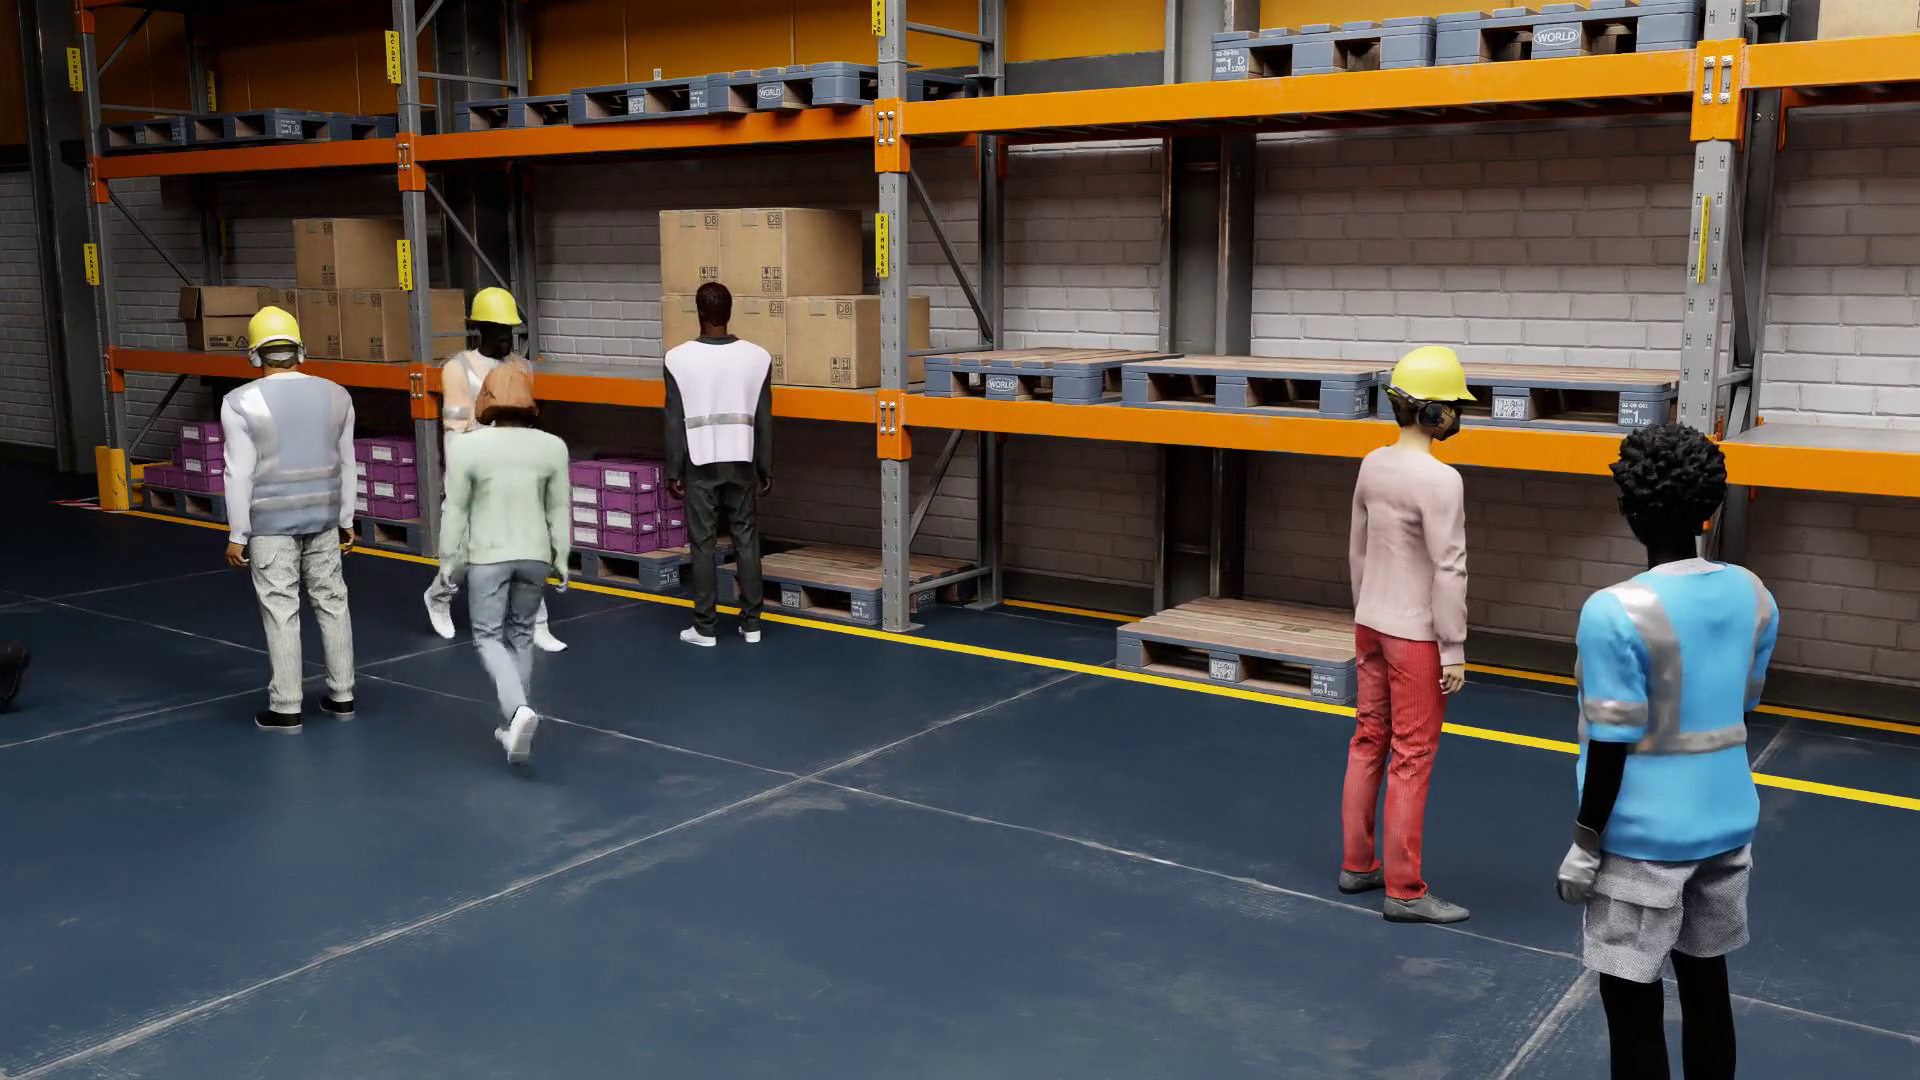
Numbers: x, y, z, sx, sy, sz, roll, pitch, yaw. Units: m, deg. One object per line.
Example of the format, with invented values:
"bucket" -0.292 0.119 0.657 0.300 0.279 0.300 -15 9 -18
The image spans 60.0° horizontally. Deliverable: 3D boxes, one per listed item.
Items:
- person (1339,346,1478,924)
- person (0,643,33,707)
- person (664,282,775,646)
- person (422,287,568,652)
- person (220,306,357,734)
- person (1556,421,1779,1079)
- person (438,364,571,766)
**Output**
"person" 1.401 0.288 5.141 0.322 1.767 0.533 -3 10 -17
"person" -4.509 -0.110 7.089 0.551 1.915 0.789 9 13 43
"person" -1.259 -0.396 8.783 0.591 1.912 0.383 -4 10 -23
"person" -2.482 -0.371 8.699 0.885 1.899 0.598 6 11 33
"person" -2.886 -0.084 7.168 0.403 1.828 0.596 8 12 39
"person" 1.453 0.603 3.461 0.535 1.699 0.322 -6 11 -30
"person" -1.796 0.104 6.693 0.544 1.606 0.671 -6 11 -31
